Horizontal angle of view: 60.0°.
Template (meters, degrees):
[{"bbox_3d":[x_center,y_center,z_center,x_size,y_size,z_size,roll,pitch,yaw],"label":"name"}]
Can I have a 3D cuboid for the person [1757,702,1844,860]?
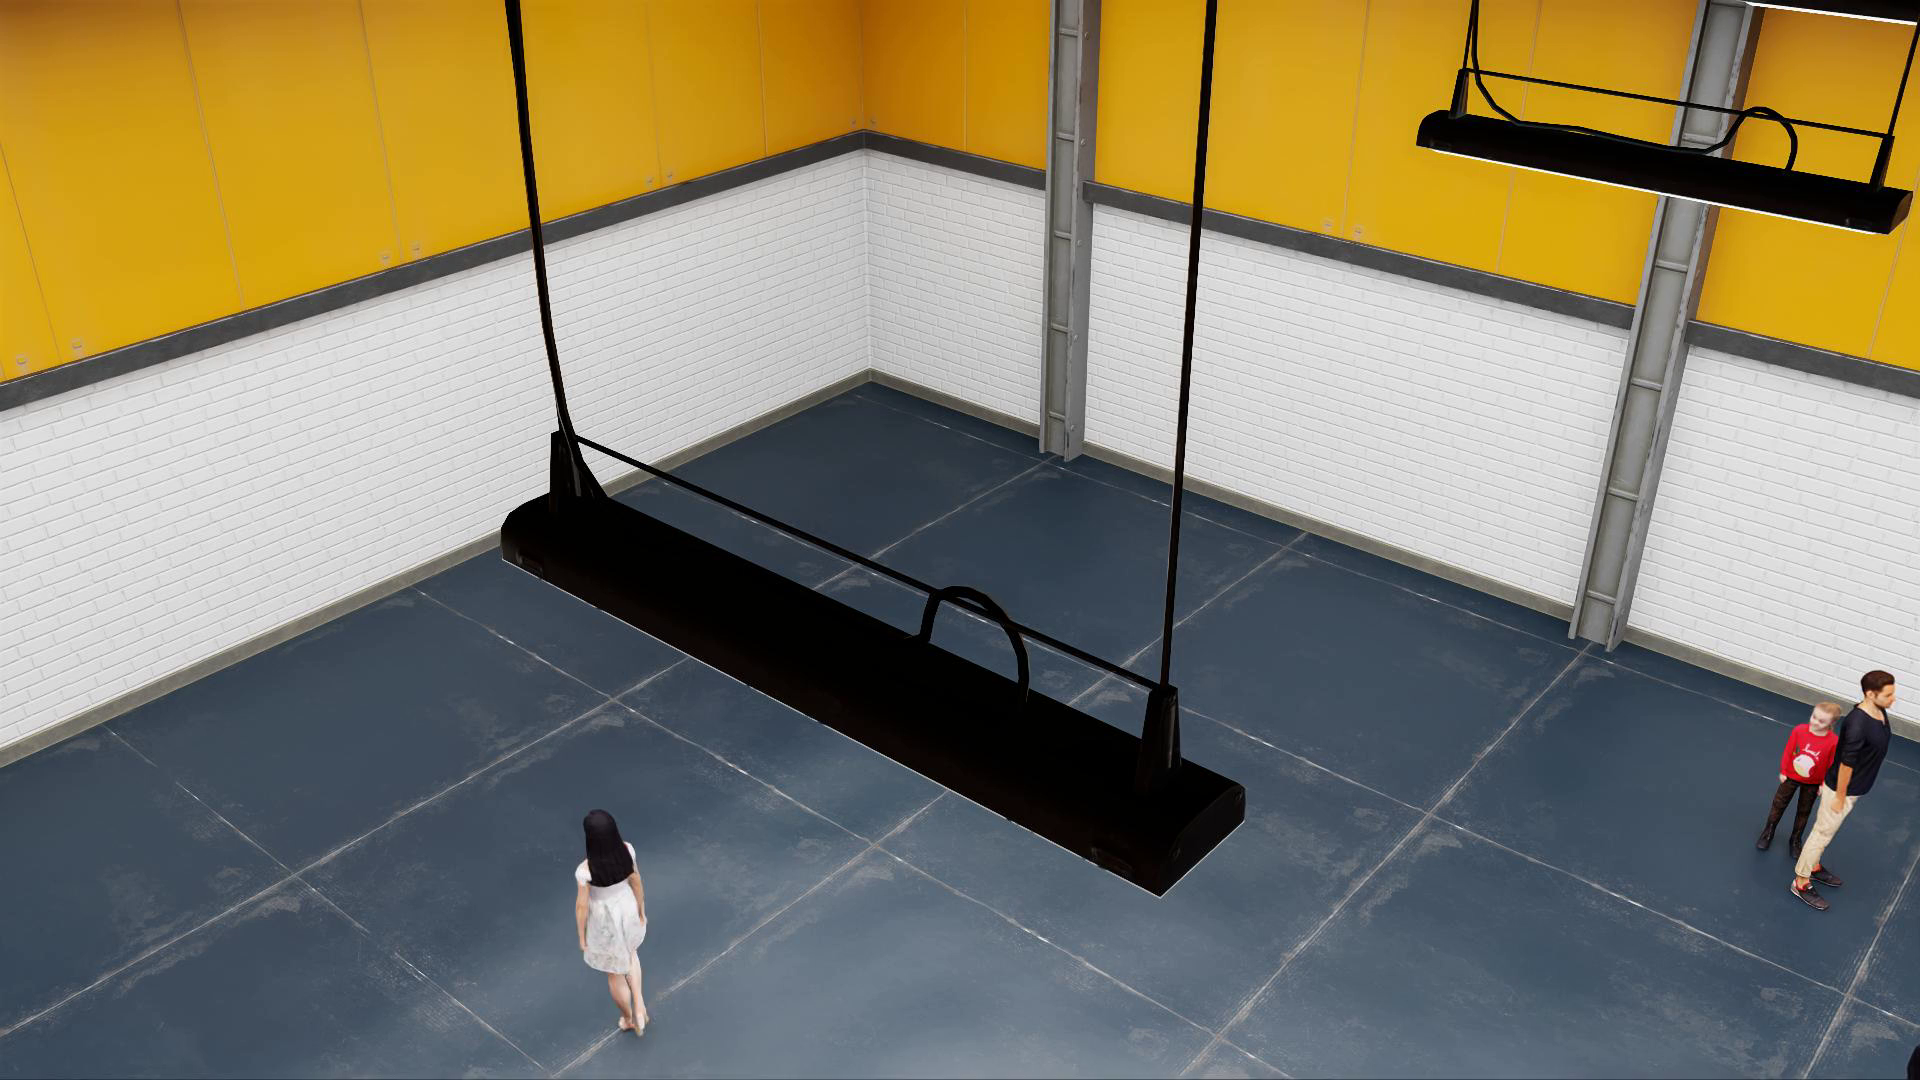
[{"bbox_3d":[6.127,1.711,12.074,0.479,1.280,0.596,14,32,24],"label":"person"}]

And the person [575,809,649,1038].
[{"bbox_3d":[-2.081,2.428,10.252,0.686,1.767,0.744,-23,36,-35],"label":"person"}]

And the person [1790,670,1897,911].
[{"bbox_3d":[6.135,1.683,11.523,0.531,1.858,0.636,24,37,37],"label":"person"}]
